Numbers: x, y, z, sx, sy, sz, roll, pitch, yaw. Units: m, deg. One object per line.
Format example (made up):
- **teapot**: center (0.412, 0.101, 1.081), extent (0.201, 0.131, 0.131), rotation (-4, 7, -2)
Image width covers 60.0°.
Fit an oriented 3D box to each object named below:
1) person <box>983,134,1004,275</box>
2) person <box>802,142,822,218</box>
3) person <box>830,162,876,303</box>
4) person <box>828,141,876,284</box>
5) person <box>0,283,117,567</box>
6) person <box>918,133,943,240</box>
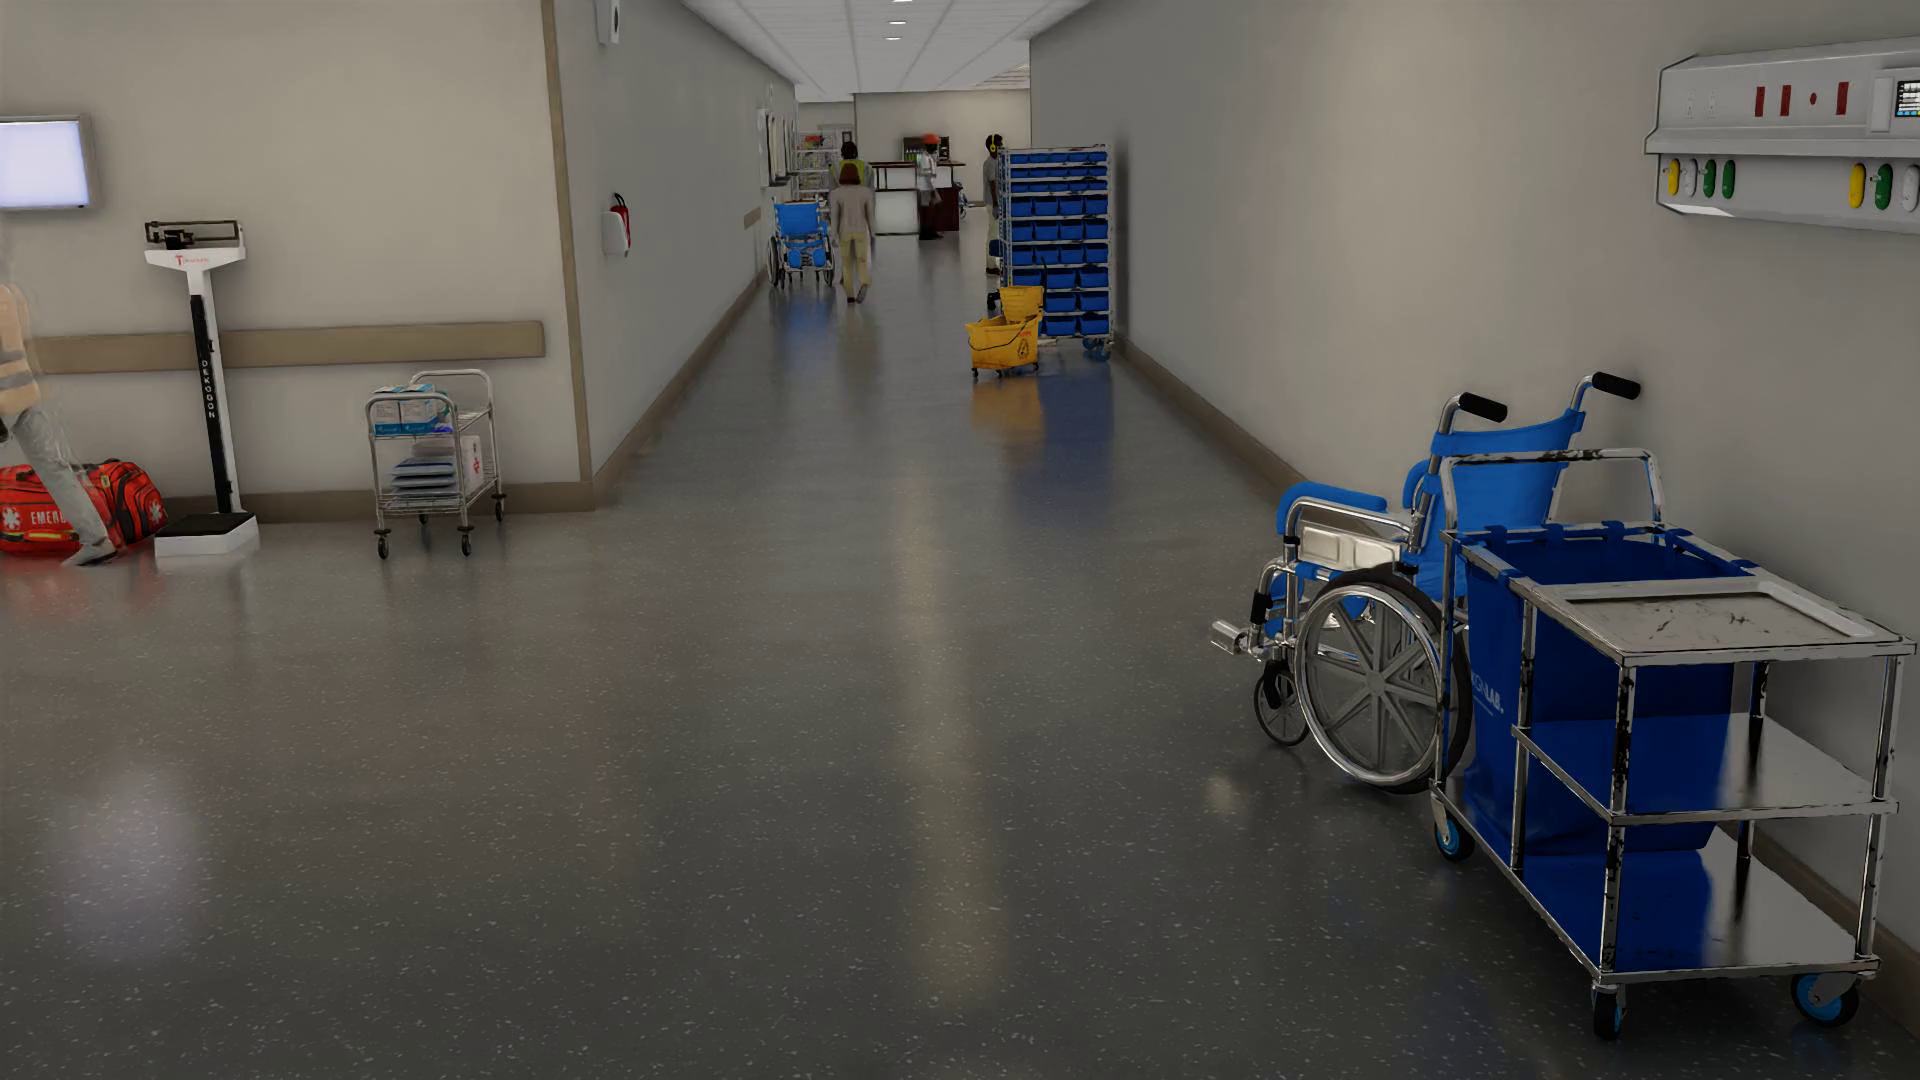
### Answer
- **person**: center (0.479, -4.526, 22.490), extent (0.321, 1.871, 0.532), rotation (-2, 14, -3)
- **person**: center (-3.384, -8.138, 37.904), extent (0.403, 1.818, 0.601), rotation (7, 16, 33)
- **person**: center (-1.214, -3.473, 18.893), extent (0.517, 1.607, 0.665), rotation (-3, 14, -4)
- **person**: center (-1.407, -4.265, 21.702), extent (0.634, 1.839, 0.429), rotation (-5, 14, -15)
- **person**: center (-4.405, -0.619, 7.601), extent (0.887, 1.584, 0.498), rotation (-3, 14, -4)
- **person**: center (-0.532, -6.428, 30.330), extent (0.578, 1.918, 0.555), rotation (3, 14, 19)
